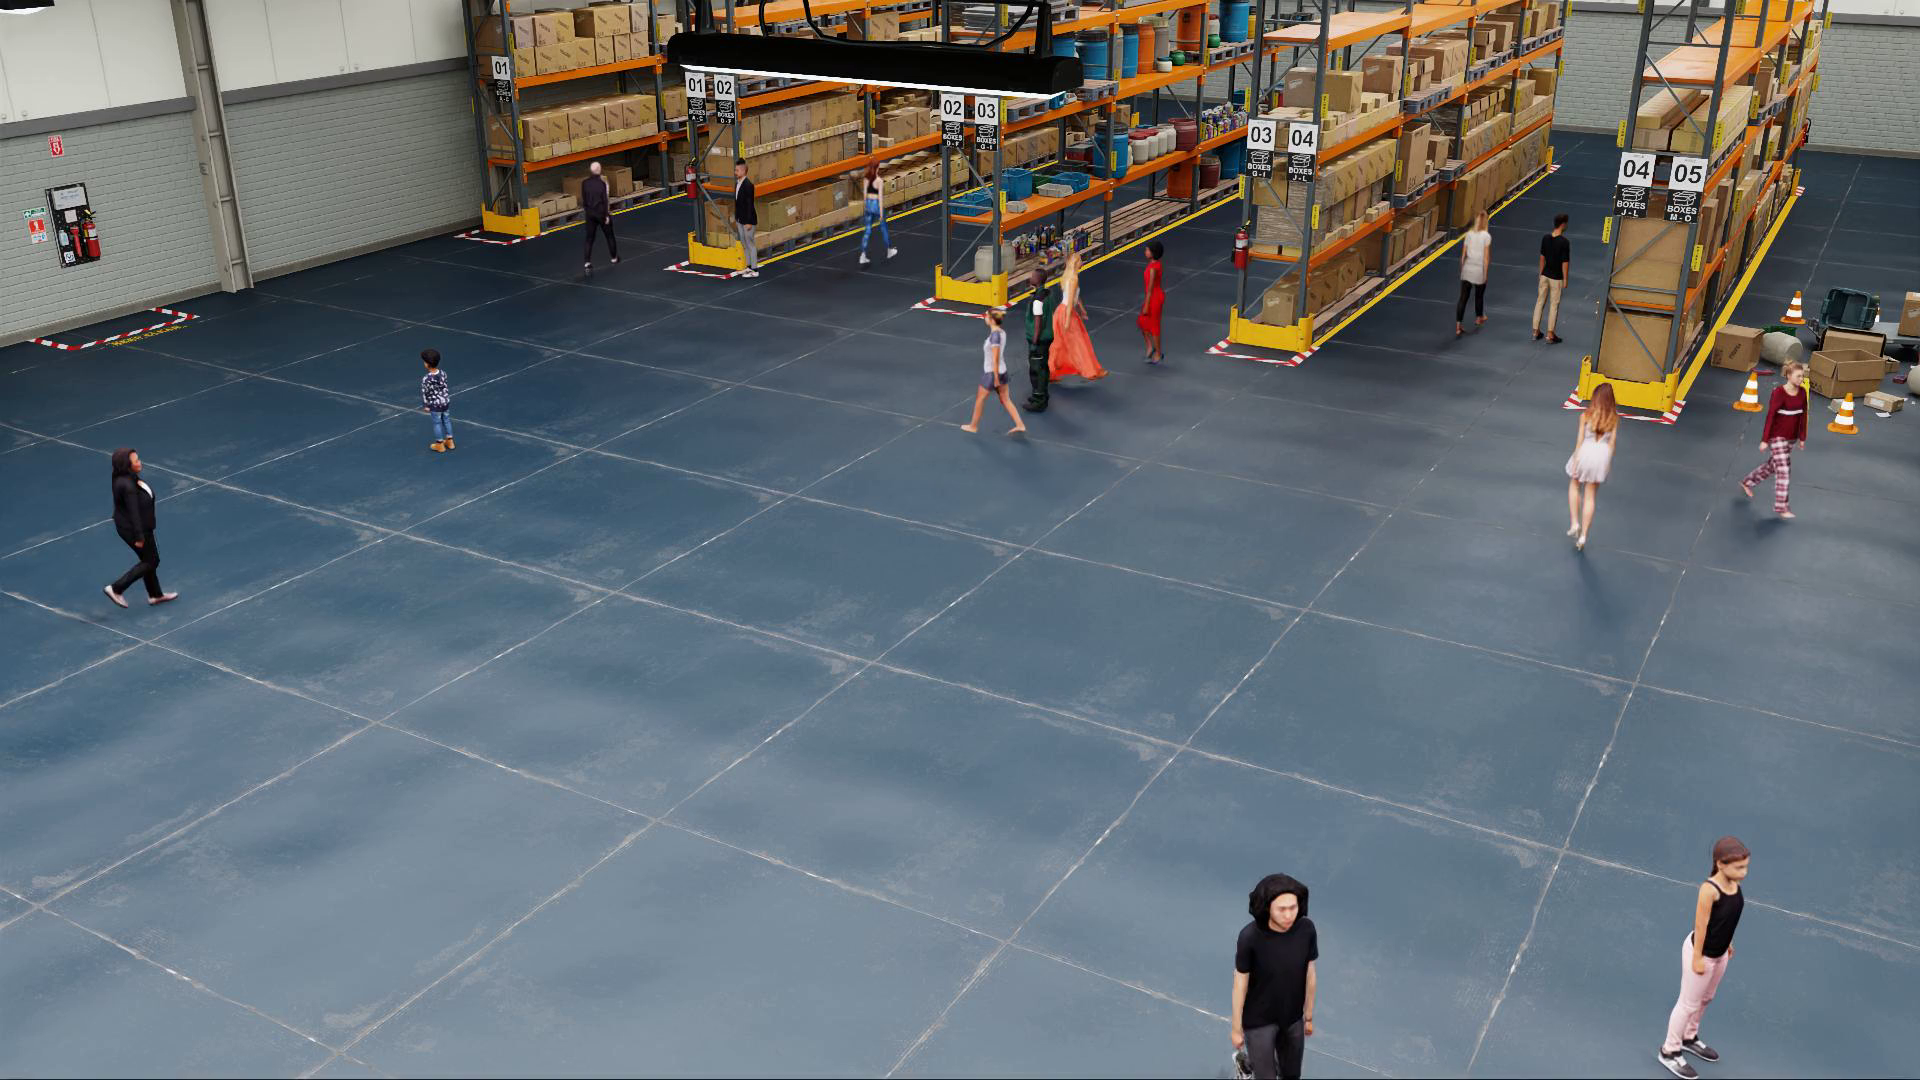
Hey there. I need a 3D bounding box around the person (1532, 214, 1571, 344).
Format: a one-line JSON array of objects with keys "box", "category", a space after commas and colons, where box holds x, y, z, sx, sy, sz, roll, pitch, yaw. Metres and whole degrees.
[{"box": [8.558, -3.786, 24.032, 0.684, 1.850, 0.712, -15, 27, -31], "category": "person"}]

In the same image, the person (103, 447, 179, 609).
[{"box": [-7.828, -0.080, 15.635, 0.976, 1.601, 0.844, -15, 27, -31], "category": "person"}]

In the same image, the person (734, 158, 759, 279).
[{"box": [-3.540, -5.357, 27.595, 0.776, 1.953, 0.796, -15, 27, -31], "category": "person"}]

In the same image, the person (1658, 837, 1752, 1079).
[{"box": [4.404, 2.423, 9.796, 0.548, 1.564, 0.665, -17, 28, -34], "category": "person"}]

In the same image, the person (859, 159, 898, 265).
[{"box": [-1.518, -5.529, 28.285, 0.575, 1.730, 1.194, 13, 26, 27], "category": "person"}]

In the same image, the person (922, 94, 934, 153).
[{"box": [-0.735, -8.848, 36.224, 0.784, 1.625, 0.489, 17, 28, 34], "category": "person"}]

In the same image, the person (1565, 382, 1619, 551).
[{"box": [6.440, -0.716, 16.937, 0.688, 1.752, 0.762, 4, 23, 10], "category": "person"}]

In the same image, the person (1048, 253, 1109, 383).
[{"box": [1.330, -2.918, 22.109, 1.181, 1.758, 1.181, -4, 23, -10], "category": "person"}]

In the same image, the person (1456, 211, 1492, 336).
[{"box": [7.463, -3.856, 24.289, 0.726, 1.778, 1.183, 16, 28, 34], "category": "person"}]

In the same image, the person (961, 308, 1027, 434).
[{"box": [0.501, -1.999, 20.171, 0.737, 1.583, 1.013, 8, 24, 18], "category": "person"}]

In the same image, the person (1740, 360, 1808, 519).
[{"box": [8.844, -1.121, 18.015, 1.088, 1.655, 1.092, -9, 25, -20], "category": "person"}]

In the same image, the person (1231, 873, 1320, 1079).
[{"box": [1.697, 2.564, 9.152, 0.983, 1.808, 1.033, -6, 24, -15], "category": "person"}]

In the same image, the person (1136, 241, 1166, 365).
[{"box": [2.757, -3.252, 22.930, 0.767, 1.729, 0.694, 1, 23, 3], "category": "person"}]

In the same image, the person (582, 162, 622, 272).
[{"box": [-6.110, -5.353, 27.794, 0.960, 1.790, 1.317, 4, 23, 9], "category": "person"}]

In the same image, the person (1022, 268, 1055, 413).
[{"box": [1.011, -2.554, 21.150, 0.800, 1.839, 0.618, 7, 24, 16], "category": "person"}]

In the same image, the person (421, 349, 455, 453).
[{"box": [-6.224, -1.671, 19.823, 0.595, 1.253, 0.486, 19, 30, 37], "category": "person"}]
